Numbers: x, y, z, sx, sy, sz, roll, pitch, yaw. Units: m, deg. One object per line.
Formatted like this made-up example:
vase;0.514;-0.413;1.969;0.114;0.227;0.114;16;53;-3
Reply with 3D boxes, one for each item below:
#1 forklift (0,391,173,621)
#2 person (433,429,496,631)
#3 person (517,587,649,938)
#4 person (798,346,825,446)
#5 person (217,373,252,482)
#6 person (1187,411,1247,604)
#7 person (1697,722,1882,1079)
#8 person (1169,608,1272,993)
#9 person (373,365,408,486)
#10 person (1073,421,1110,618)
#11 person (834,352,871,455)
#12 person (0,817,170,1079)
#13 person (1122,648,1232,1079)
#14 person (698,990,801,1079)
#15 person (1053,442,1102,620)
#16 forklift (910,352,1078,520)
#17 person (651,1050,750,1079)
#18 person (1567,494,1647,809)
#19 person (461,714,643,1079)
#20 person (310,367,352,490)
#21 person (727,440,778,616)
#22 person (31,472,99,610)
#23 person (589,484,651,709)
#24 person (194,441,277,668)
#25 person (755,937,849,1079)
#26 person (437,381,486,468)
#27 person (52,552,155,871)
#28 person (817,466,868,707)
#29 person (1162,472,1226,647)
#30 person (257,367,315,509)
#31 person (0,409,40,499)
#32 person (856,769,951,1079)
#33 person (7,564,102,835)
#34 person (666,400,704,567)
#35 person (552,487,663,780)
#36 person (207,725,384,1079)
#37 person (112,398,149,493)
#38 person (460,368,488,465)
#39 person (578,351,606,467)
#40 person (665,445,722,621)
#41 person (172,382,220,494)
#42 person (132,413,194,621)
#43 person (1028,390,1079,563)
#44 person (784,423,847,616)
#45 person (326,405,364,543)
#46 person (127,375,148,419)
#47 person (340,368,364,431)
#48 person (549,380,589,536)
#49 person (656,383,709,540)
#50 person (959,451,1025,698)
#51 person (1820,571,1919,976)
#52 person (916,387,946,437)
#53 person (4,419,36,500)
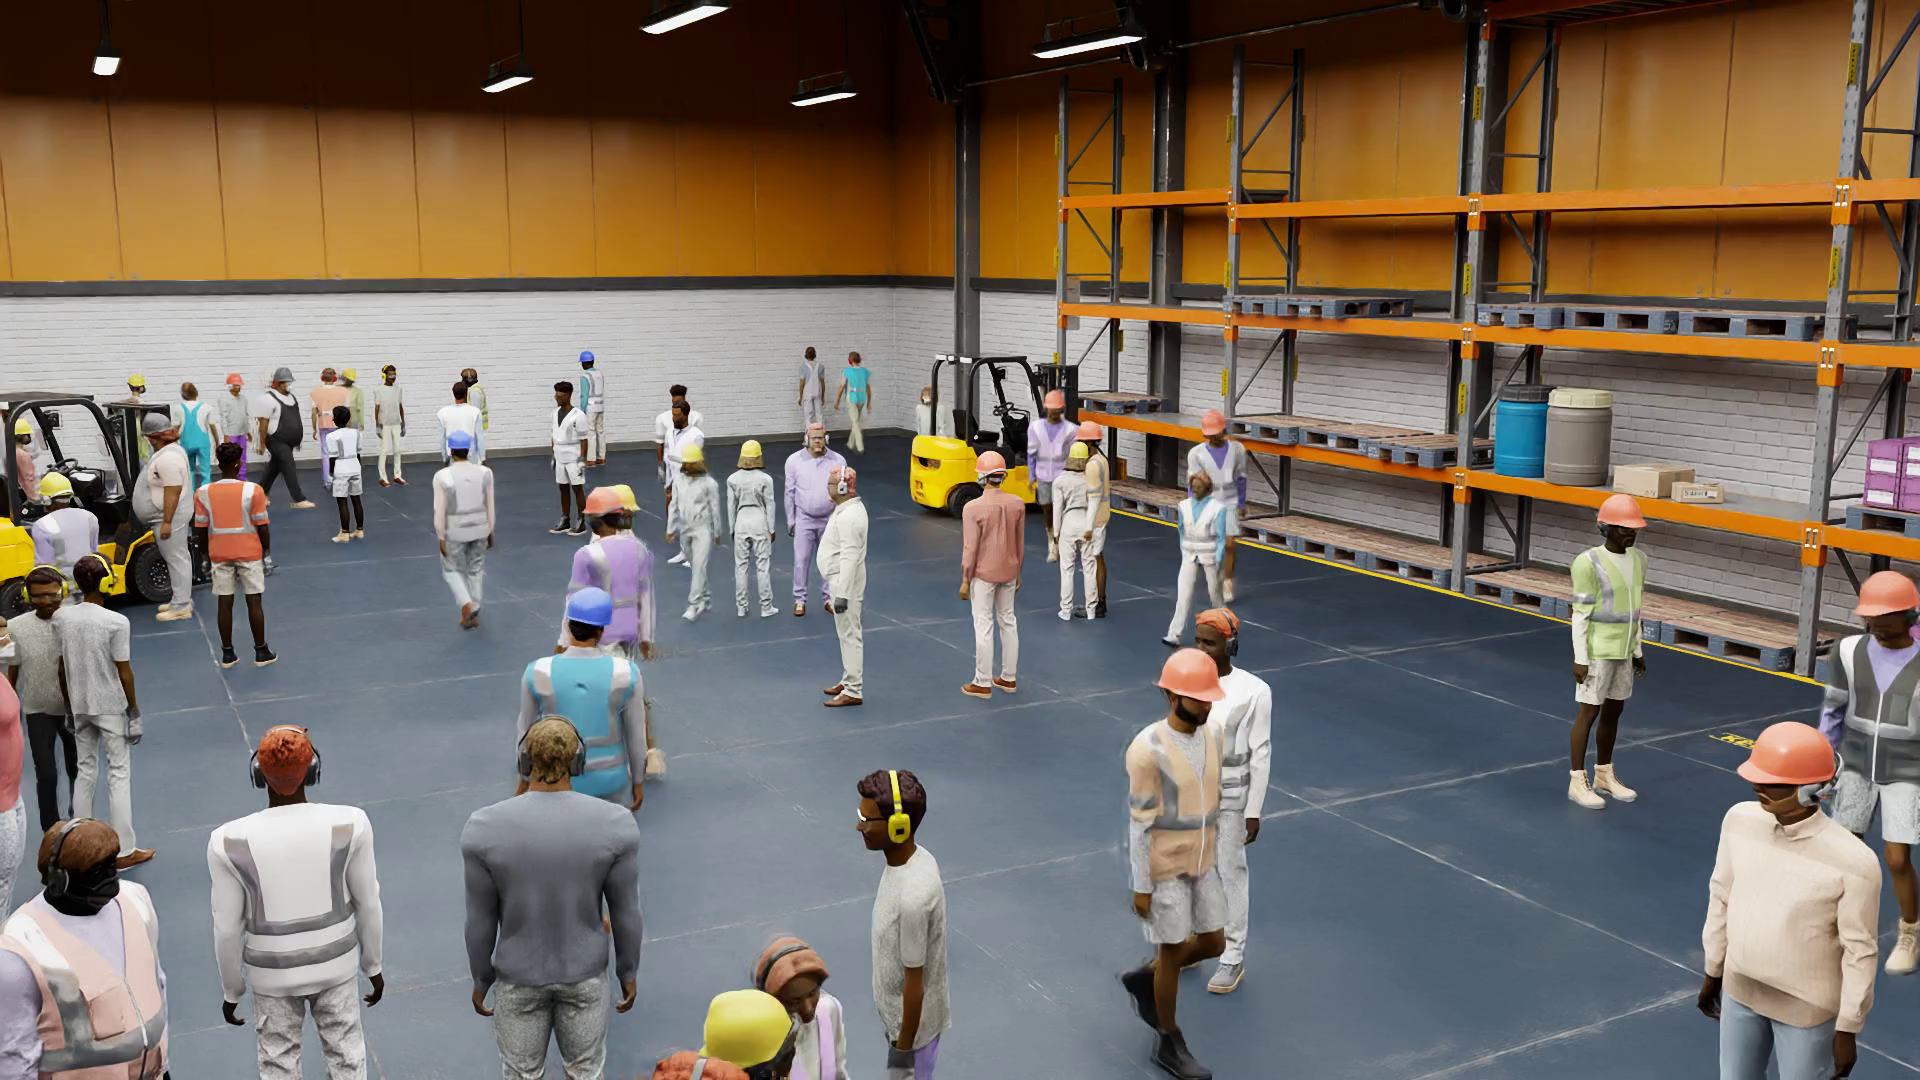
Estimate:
forklift;-9.026;-0.363;16.508;1.214;2.155;2.313;6;11;29
person;-4.617;-0.072;15.585;0.615;1.930;0.520;-8;12;-38
person;-1.899;1.186;8.377;0.657;1.925;0.629;-2;10;-12
person;-2.728;-2.638;30.609;0.508;1.844;0.332;-5;11;-26
person;-10.990;-1.661;25.255;0.331;1.750;0.561;3;10;17
person;2.621;-0.337;16.972;0.639;1.977;0.800;0;10;-1
person;2.860;1.596;5.823;0.392;1.990;0.612;-5;11;-27
person;1.226;1.254;8.100;0.573;1.883;0.353;8;13;40
person;-8.728;-1.754;25.497;0.326;1.860;0.515;8;13;38
person;1.282;-0.201;16.318;0.373;1.935;0.551;2;10;13
person;-1.913;-2.432;29.525;0.572;1.806;0.836;-8;13;-39
person;-2.752;1.766;5.303;0.428;1.835;0.628;3;10;17
person;0.921;1.384;7.248;0.549;1.919;0.537;-8;12;-38
person;-0.466;1.989;4.316;0.709;1.720;0.598;6;11;31
person;1.147;-0.089;16.230;0.493;1.743;0.314;0;10;-3
forklift;0.460;-1.461;22.833;2.313;2.155;1.214;-5;11;-28
person;-0.717;2.027;3.712;0.667;1.864;0.610;5;11;27
person;4.212;0.712;10.757;0.612;2.043;0.374;-5;11;-29
person;-1.477;1.585;6.088;0.630;1.929;0.392;-3;10;-14
person;-9.476;-1.667;25.080;0.584;1.843;0.419;-4;10;-20
person;-2.039;-0.113;16.372;0.484;1.744;0.294;2;10;10
person;-7.175;0.368;13.341;0.403;1.835;0.586;4;10;20
person;-2.623;0.471;12.798;0.403;1.819;0.602;1;10;7
person;-6.239;0.127;14.341;0.600;1.967;0.369;-1;10;-6
person;-0.541;1.927;5.081;0.816;1.586;0.562;5;11;29
person;-6.402;-1.079;21.425;0.592;1.920;0.392;0;10;3
person;-4.982;0.997;9.648;0.505;1.864;0.331;2;10;11
person;-0.928;0.360;13.180;0.408;1.909;0.642;-1;10;-3
person;2.187;0.183;15.113;0.531;1.590;0.871;7;12;34
person;-9.573;-1.467;23.308;1.045;2.000;0.692;2;10;12
person;-11.073;-0.762;19.597;0.616;1.923;0.524;5;11;25
person;-0.198;1.683;5.695;0.332;1.863;0.507;-1;10;-6
person;-5.371;0.995;9.866;0.598;1.814;0.721;-6;12;-32
person;-3.123;-0.654;19.016;0.388;1.912;0.590;-10;14;-44
person;-2.420;0.631;11.389;1.045;1.992;0.631;6;11;30
person;-2.414;1.599;6.114;0.573;1.883;0.354;-4;11;-23
person;-11.305;-1.137;22.673;0.509;1.605;0.734;3;10;17
person;-7.372;-1.693;25.233;0.429;1.830;0.636;-3;10;-18
person;-6.141;-2.179;27.713;0.416;1.939;0.604;3;10;19
person;-2.621;-0.071;16.256;0.487;1.704;0.836;4;11;23
person;-10.350;-1.240;22.611;0.575;1.823;0.438;-3;10;-15
person;-7.778;-0.240;16.246;0.536;2.000;0.672;-4;10;-20
person;1.109;-0.784;19.496;0.599;2.008;0.994;2;10;12
person;-1.412;-0.202;16.408;0.636;1.911;0.404;-2;10;-14
person;-7.593;-0.813;20.534;0.318;1.697;0.535;4;11;24
person;-12.163;-1.569;24.690;0.522;1.769;0.311;10;14;44
person;-9.843;-1.899;26.695;0.571;1.723;0.446;-2;10;-12
person;-4.957;-1.039;21.055;0.607;1.966;0.374;7;12;35
person;-3.460;-0.973;20.694;0.638;1.963;0.361;-4;11;-20
person;0.254;0.276;13.408;0.614;1.994;0.381;-8;12;-37
person;4.597;1.151;8.293;0.410;2.022;0.627;-8;13;-40
person;-0.444;-1.458;24.551;0.506;1.583;0.884;4;10;20
person;-10.232;-0.440;18.183;0.526;1.768;0.330;8;13;39
